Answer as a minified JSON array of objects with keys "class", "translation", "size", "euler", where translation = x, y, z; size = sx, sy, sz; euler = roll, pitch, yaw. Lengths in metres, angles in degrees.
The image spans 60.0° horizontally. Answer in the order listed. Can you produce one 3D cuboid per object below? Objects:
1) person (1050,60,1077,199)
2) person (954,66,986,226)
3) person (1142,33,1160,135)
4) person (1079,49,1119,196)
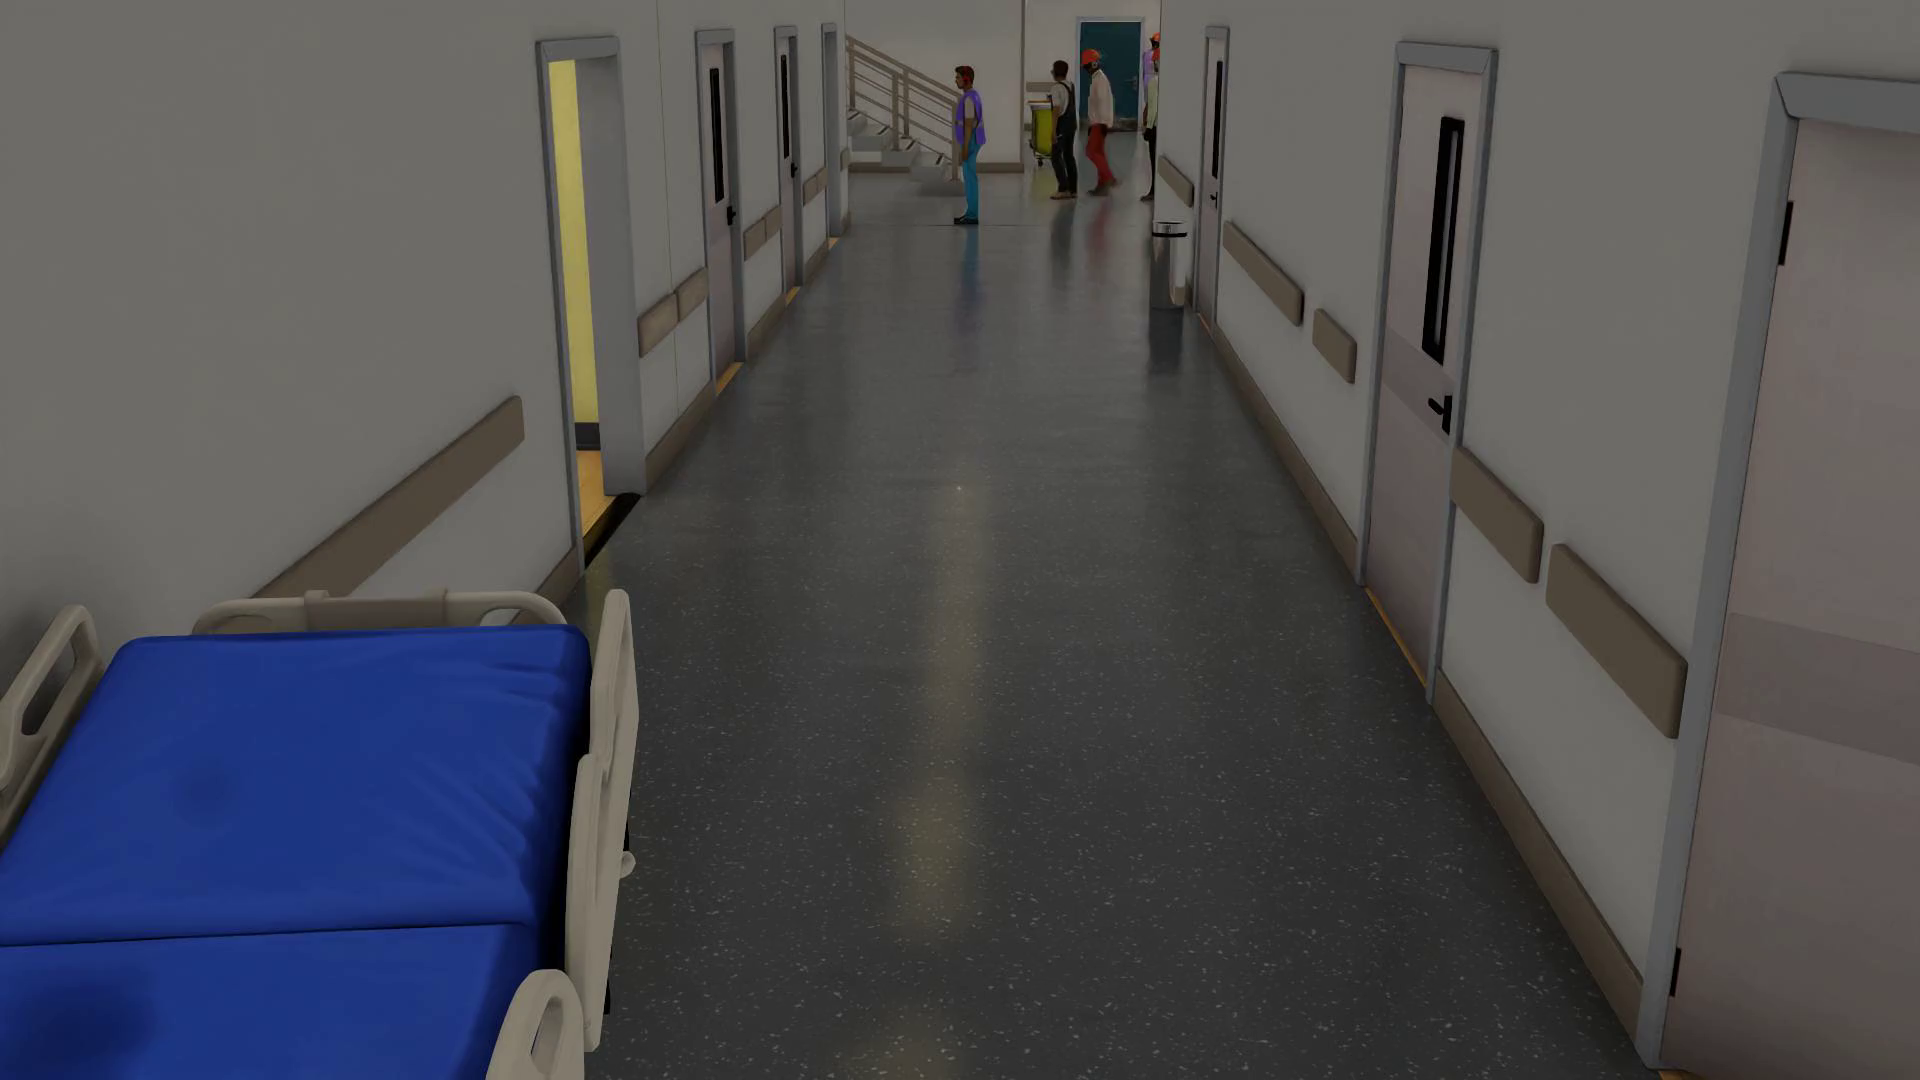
[{"class":"person","translation":[1.401,-5.514,22.398],"size":[0.461,1.822,0.542],"euler":[13,22,34]},{"class":"person","translation":[0.114,-4.674,19.725],"size":[0.392,1.837,0.560],"euler":[0,18,1]},{"class":"person","translation":[3.935,-9.224,33.704],"size":[0.404,2.030,0.617],"euler":[-11,21,-31]},{"class":"person","translation":[1.846,-5.673,22.662],"size":[0.487,1.952,0.650],"euler":[0,18,1]}]
